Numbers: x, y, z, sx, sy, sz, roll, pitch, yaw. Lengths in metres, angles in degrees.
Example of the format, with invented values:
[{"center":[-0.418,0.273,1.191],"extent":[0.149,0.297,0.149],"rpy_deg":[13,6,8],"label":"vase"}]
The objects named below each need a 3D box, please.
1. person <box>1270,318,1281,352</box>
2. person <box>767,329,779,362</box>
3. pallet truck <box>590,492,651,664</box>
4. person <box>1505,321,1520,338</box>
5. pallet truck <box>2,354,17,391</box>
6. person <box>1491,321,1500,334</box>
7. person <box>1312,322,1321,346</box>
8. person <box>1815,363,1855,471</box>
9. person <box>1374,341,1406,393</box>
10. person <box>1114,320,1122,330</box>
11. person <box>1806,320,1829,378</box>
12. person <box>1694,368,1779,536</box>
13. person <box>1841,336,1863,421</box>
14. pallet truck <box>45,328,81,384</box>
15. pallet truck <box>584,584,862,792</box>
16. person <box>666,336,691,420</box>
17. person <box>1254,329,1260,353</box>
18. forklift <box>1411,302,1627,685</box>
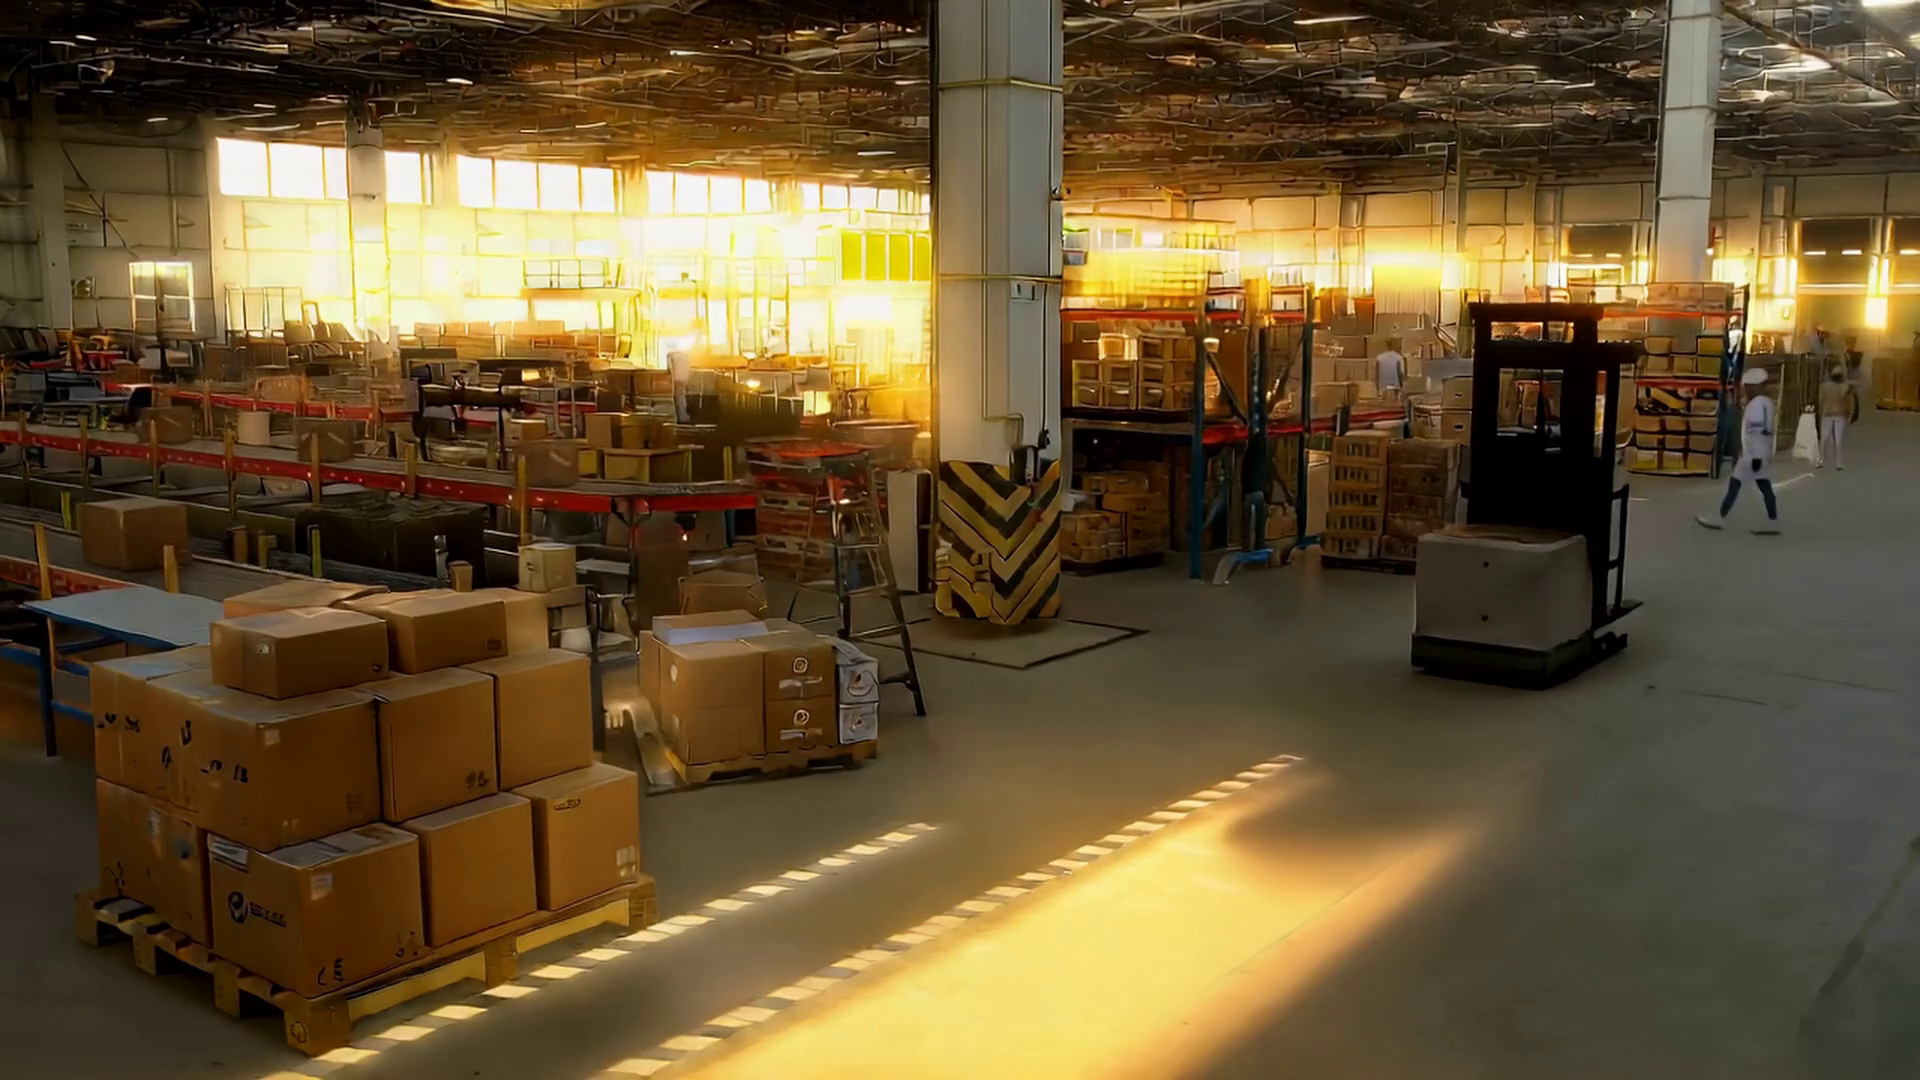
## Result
[{"center":[12.414,-7.768,65.490],"extent":[0.392,1.919,0.591],"rpy_deg":[-4,9,-27],"label":"person"},{"center":[-6.202,-6.051,54.575],"extent":[0.825,1.708,0.512],"rpy_deg":[6,10,35],"label":"person"},{"center":[-3.115,0.344,12.883],"extent":[0.653,1.274,1.630],"rpy_deg":[7,11,37],"label":"pallet truck"},{"center":[26.395,-9.806,79.338],"extent":[0.701,1.877,0.942],"rpy_deg":[-4,9,-25],"label":"person"},{"center":[-24.881,-4.417,42.634],"extent":[1.885,1.965,0.823],"rpy_deg":[8,11,41],"label":"pallet truck"},{"center":[25.456,-9.874,79.556],"extent":[0.647,1.952,0.890],"rpy_deg":[-7,11,-40],"label":"person"},{"center":[12.919,-7.028,60.719],"extent":[0.786,1.860,0.580],"rpy_deg":[-3,9,-19],"label":"person"},{"center":[14.312,-2.015,27.215],"extent":[0.523,1.769,0.321],"rpy_deg":[5,10,32],"label":"person"},{"center":[9.401,-3.420,36.415],"extent":[0.655,1.862,1.009],"rpy_deg":[7,11,38],"label":"person"},{"center":[5.756,-7.053,60.606],"extent":[0.369,1.937,0.552],"rpy_deg":[-2,9,-12],"label":"person"},{"center":[29.338,-6.529,56.730],"extent":[0.777,2.000,0.692],"rpy_deg":[-2,9,-11],"label":"person"},{"center":[9.450,-1.067,20.052],"extent":[1.024,1.990,0.629],"rpy_deg":[7,11,40],"label":"person"},{"center":[20.216,-3.681,37.941],"extent":[0.617,1.906,1.019],"rpy_deg":[-2,9,-15],"label":"person"},{"center":[-23.775,-4.544,43.495],"extent":[1.885,1.965,0.823],"rpy_deg":[6,10,35],"label":"pallet truck"},{"center":[-1.426,0.805,10.019],"extent":[1.601,1.201,0.680],"rpy_deg":[-4,9,-26],"label":"pallet truck"},{"center":[-6.492,-3.708,38.145],"extent":[0.583,1.908,0.572],"rpy_deg":[-8,11,-42],"label":"person"},{"center":[12.446,-8.283,69.352],"extent":[0.518,1.818,0.898],"rpy_deg":[2,9,12],"label":"person"},{"center":[4.379,-0.438,12.852],"extent":[1.129,2.768,1.873],"rpy_deg":[7,11,37],"label":"forklift"}]
